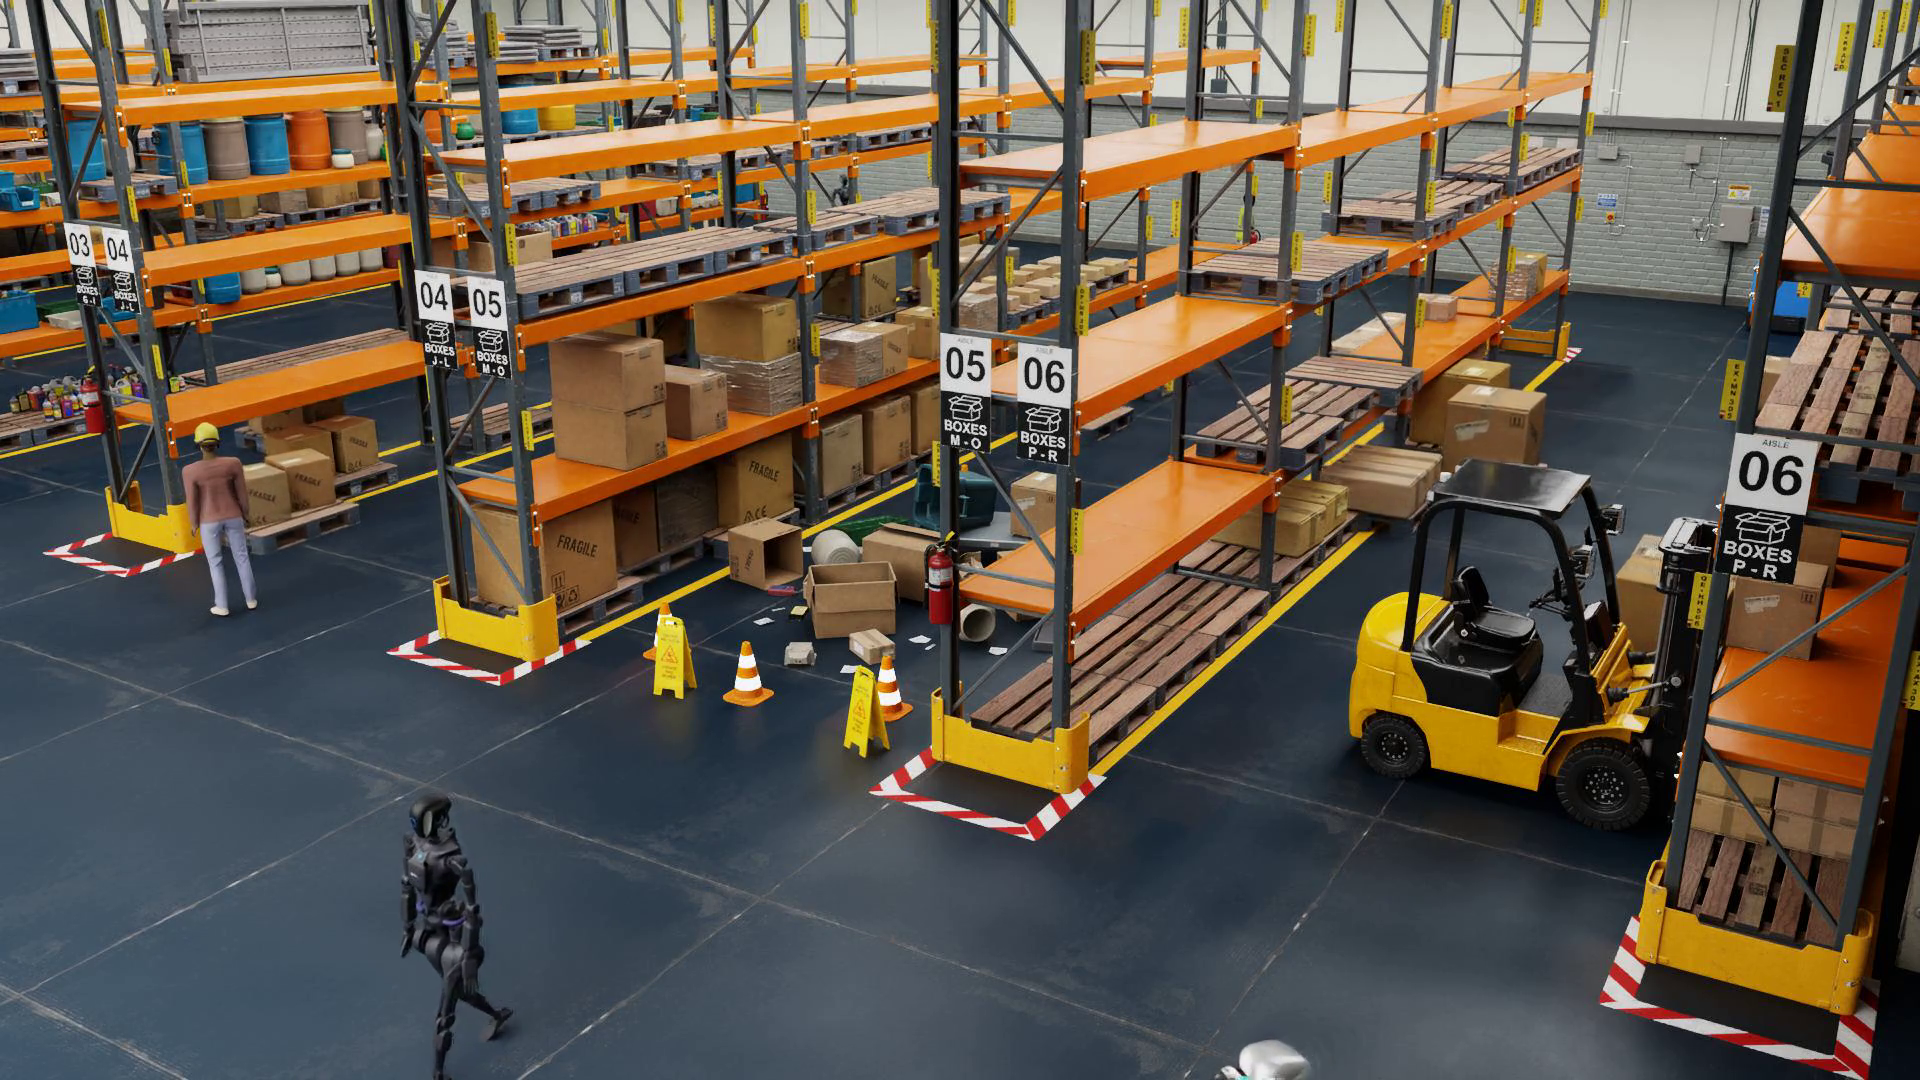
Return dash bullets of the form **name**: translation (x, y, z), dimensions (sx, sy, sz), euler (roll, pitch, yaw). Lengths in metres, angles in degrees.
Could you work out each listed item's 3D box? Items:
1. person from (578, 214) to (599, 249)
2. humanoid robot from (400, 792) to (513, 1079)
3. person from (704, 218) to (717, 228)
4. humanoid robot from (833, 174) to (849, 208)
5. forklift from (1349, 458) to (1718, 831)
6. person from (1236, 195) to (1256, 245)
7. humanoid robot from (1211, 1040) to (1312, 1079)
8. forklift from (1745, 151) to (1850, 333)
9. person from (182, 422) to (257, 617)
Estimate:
- **person**: translation (-6.886, -5.631, 30.635), dimensions (0.485, 1.745, 0.989), euler (15, 24, 37)
- **humanoid robot**: translation (-2.643, 2.037, 8.650), dimensions (0.599, 1.636, 0.772), euler (13, 23, 32)
- **person**: translation (-5.235, -7.063, 34.867), dimensions (0.491, 1.688, 0.347), euler (-6, 20, -17)
- **humanoid robot**: translation (-2.328, -6.515, 33.337), dimensions (0.586, 1.642, 0.694), euler (-10, 21, -26)
- **forklift**: translation (3.988, 0.658, 11.776), dimensions (2.313, 2.155, 1.214), euler (11, 22, 29)
- **person**: translation (5.210, -5.506, 30.362), dimensions (0.319, 1.686, 0.538), euler (-2, 19, -6)
- **humanoid robot**: translation (1.425, 2.700, 6.654), dimensions (1.024, 1.783, 0.534), euler (-13, 23, -33)
- **forklift**: translation (13.620, -4.667, 26.137), dimensions (1.873, 2.768, 1.129), euler (11, 22, 29)
- **person**: translation (-6.620, -0.186, 14.862), dimensions (0.532, 1.766, 0.324), euler (-16, 24, -38)
